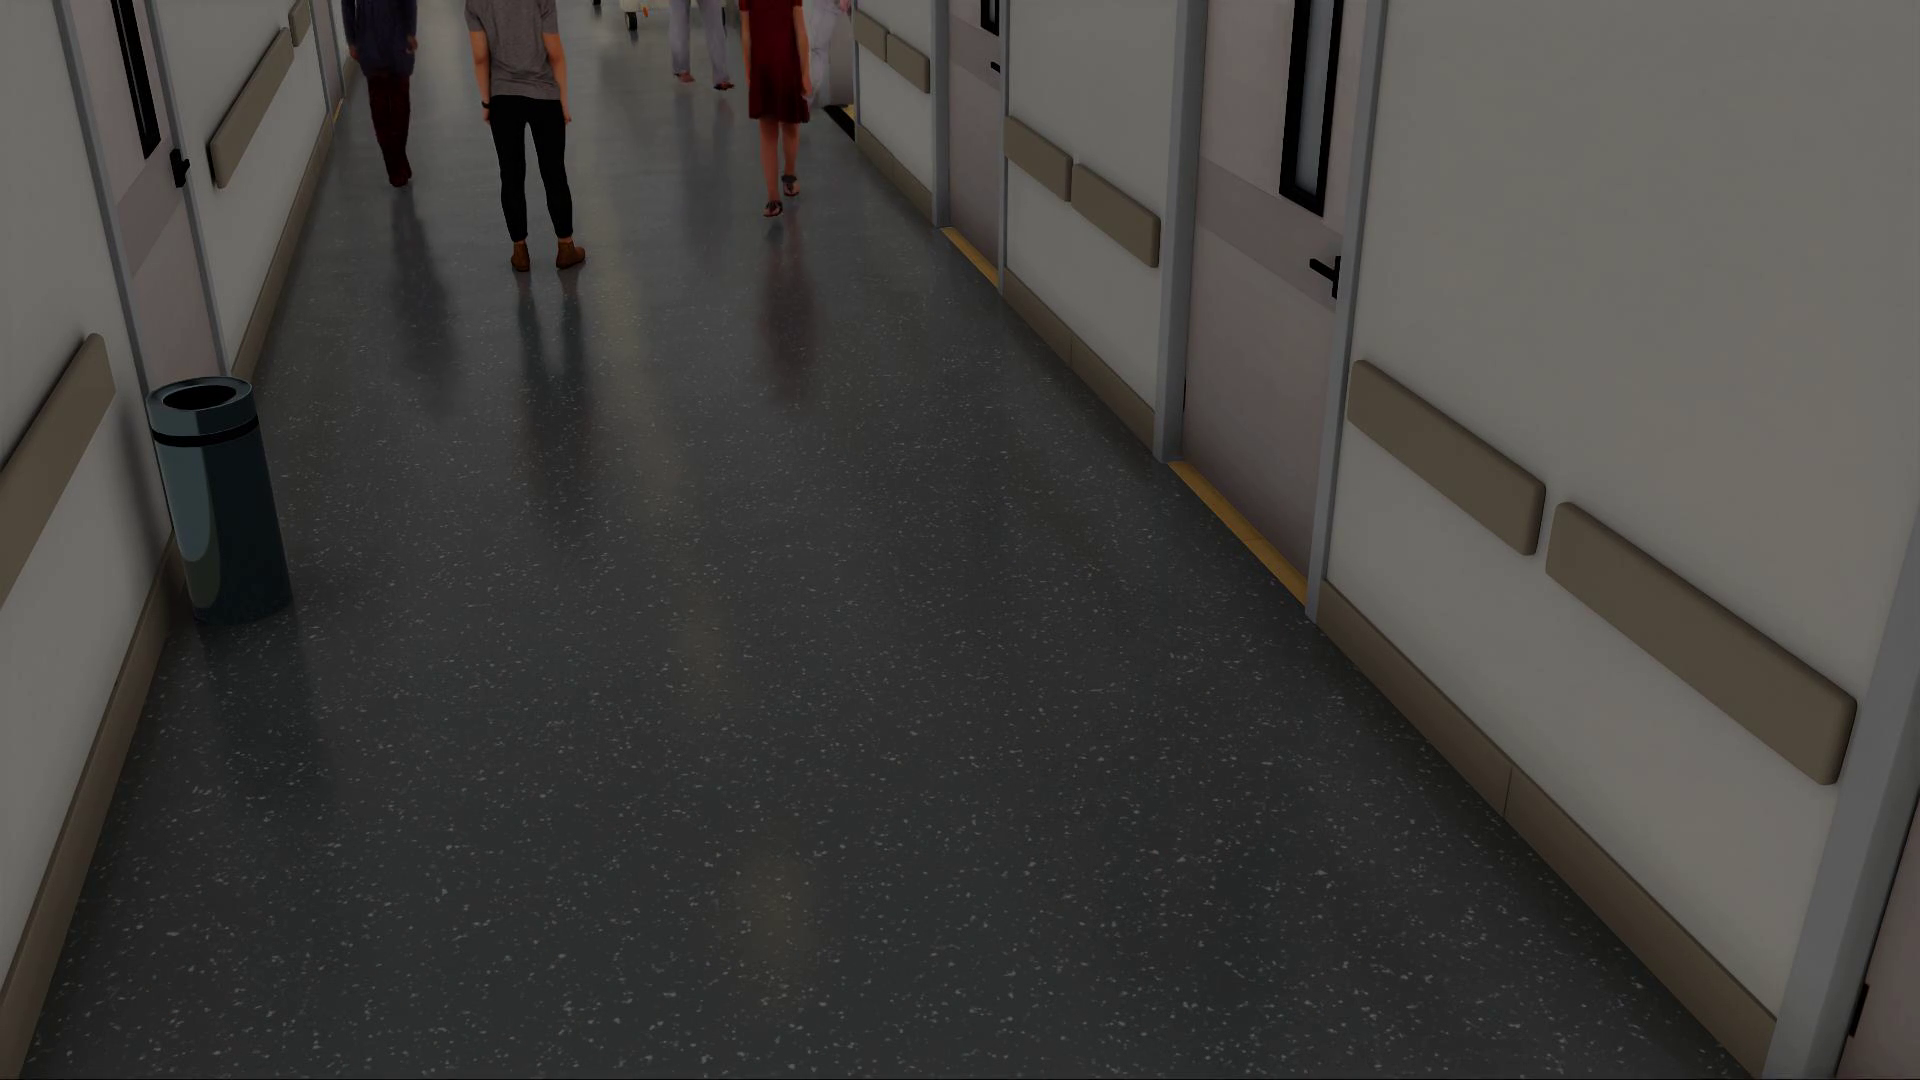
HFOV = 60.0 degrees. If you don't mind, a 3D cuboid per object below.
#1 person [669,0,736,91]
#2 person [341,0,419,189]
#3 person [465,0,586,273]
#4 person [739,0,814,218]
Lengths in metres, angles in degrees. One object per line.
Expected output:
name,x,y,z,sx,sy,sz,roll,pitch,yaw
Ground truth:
person,-2.094,-4.324,12.758,1.139,1.693,0.870,-13,29,-25
person,-3.487,-3.026,10.072,0.737,1.688,0.699,-10,28,-21
person,-2.196,-2.225,8.367,0.518,1.724,0.698,-2,26,-5
person,-1.035,-2.673,9.521,1.011,1.522,0.718,-2,26,-4
